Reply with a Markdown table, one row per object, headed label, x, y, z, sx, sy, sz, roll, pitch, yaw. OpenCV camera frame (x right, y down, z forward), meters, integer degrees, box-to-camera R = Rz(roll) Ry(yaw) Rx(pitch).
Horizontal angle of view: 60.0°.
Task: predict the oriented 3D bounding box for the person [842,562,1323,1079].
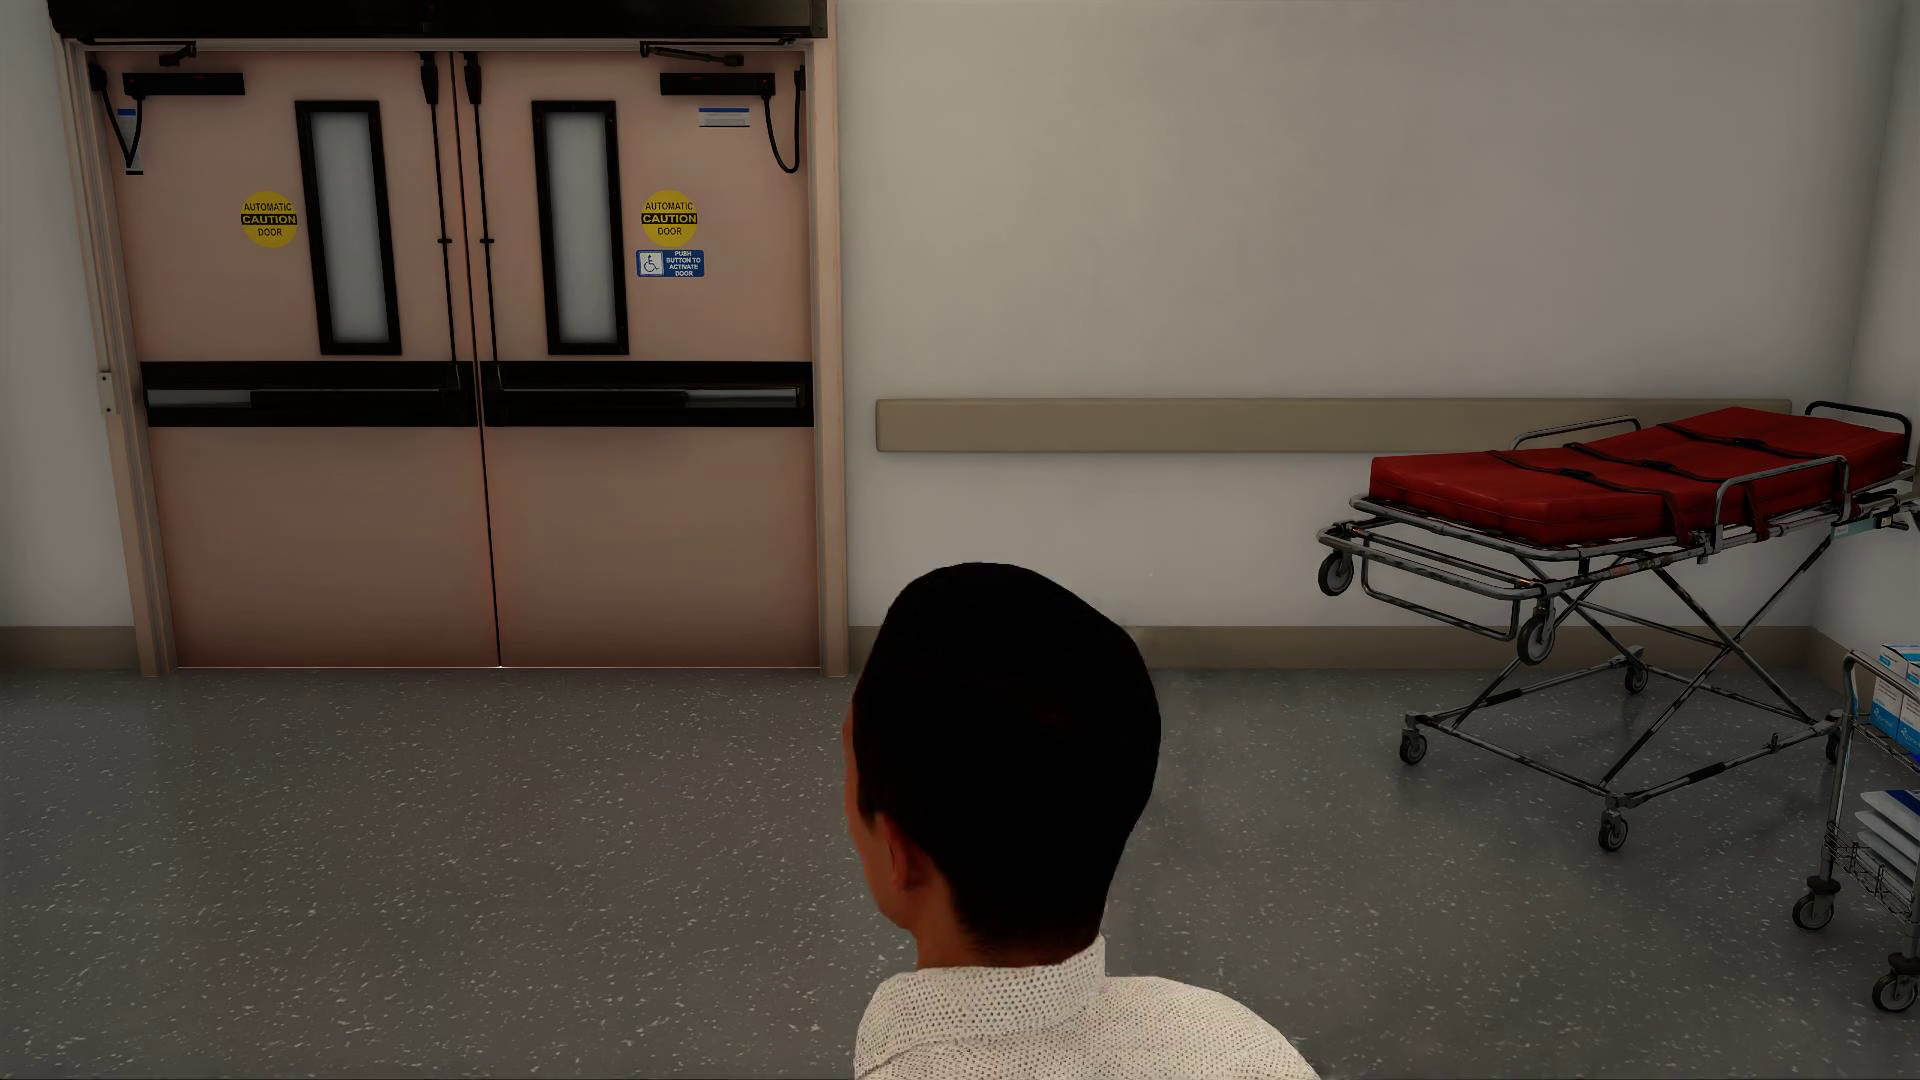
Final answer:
| label | x | y | z | sx | sy | sz | roll | pitch | yaw |
| --- | --- | --- | --- | --- | --- | --- | --- | --- | --- |
| person | 0.069 | 0.916 | 1.137 | 0.788 | 1.806 | 0.813 | -11 | 19 | -33 |
